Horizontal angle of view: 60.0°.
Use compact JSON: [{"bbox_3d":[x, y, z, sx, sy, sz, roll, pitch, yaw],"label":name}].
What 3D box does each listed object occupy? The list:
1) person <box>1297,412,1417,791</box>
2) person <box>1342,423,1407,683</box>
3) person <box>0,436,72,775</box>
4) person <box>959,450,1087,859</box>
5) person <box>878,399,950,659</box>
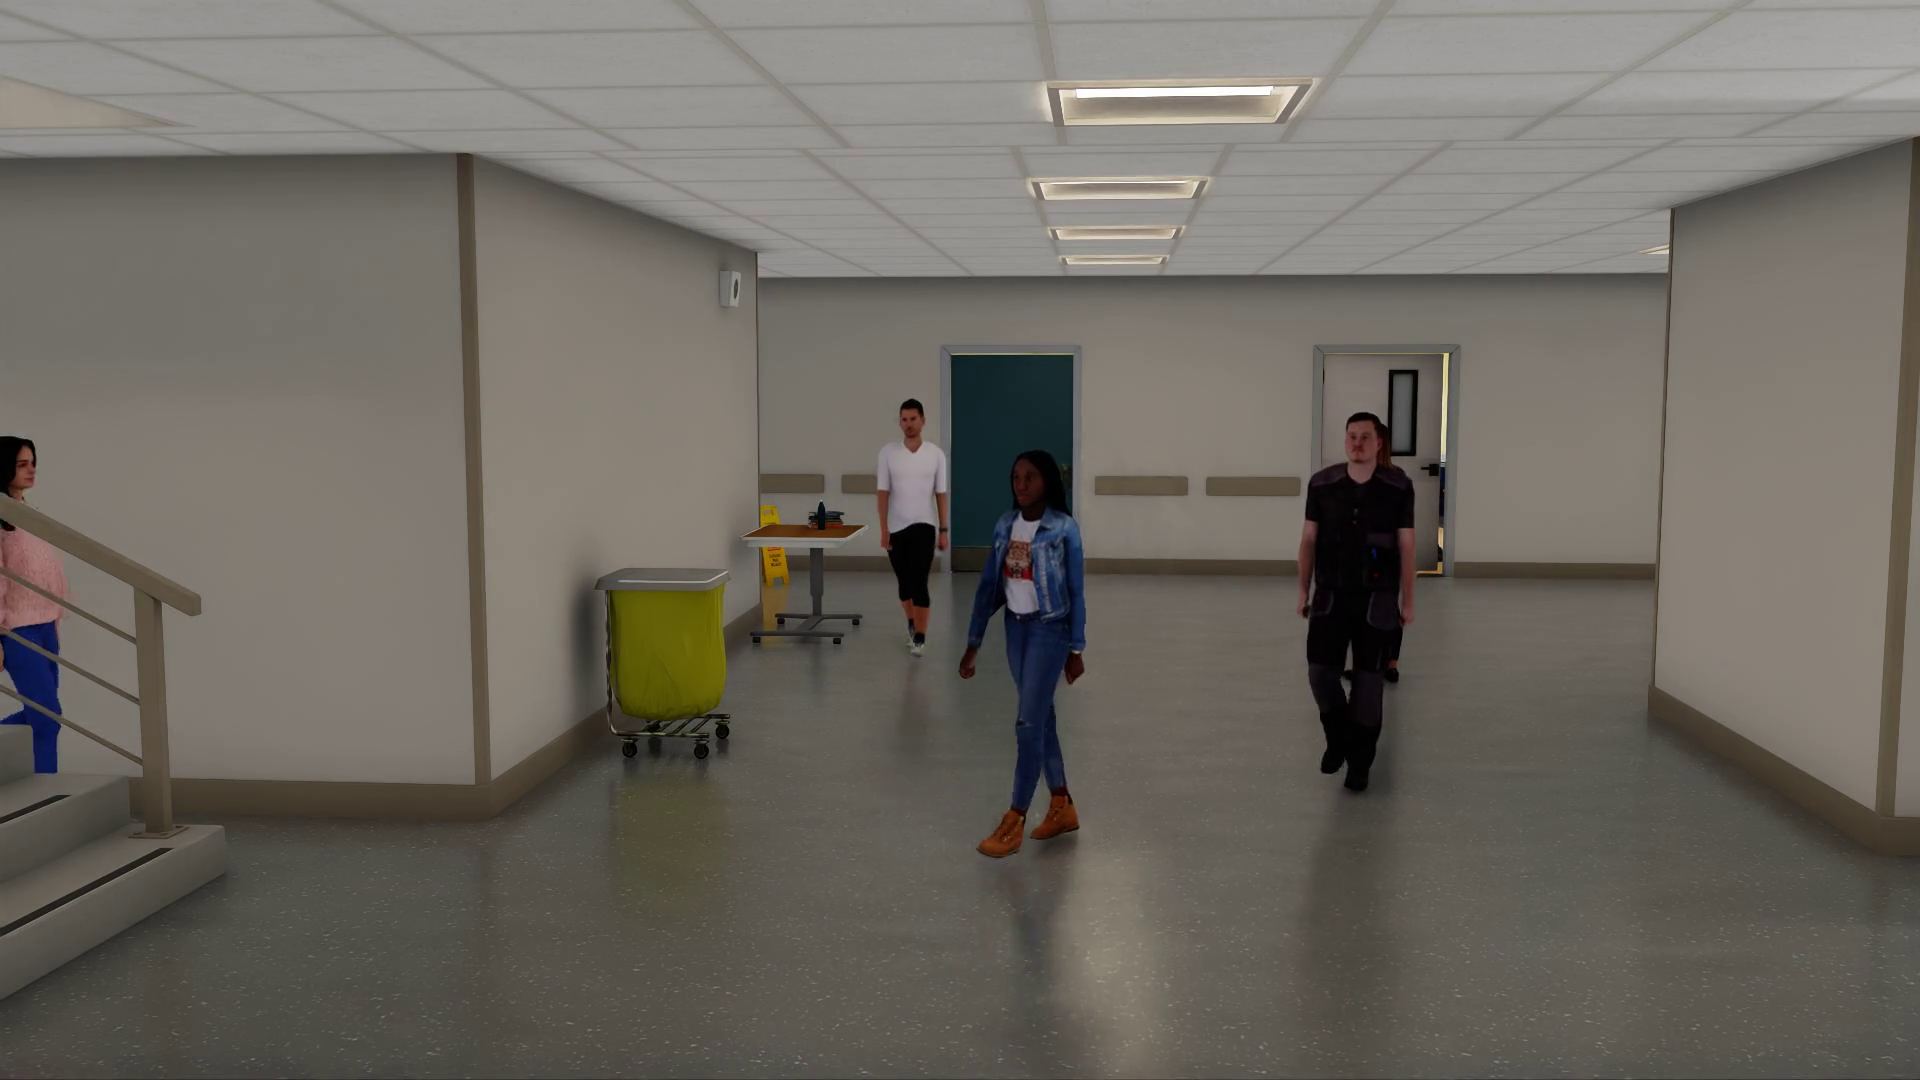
[{"bbox_3d":[1.966,0.287,8.213,0.720,1.841,0.878,2,6,22],"label":"person"},{"bbox_3d":[2.731,0.077,10.939,0.532,1.713,0.705,-1,6,-7],"label":"person"},{"bbox_3d":[-4.111,0.441,7.155,1.036,1.745,0.712,0,6,0],"label":"person"},{"bbox_3d":[0.394,0.470,7.152,0.987,1.687,1.006,6,8,45],"label":"person"},{"bbox_3d":[-0.352,-0.068,11.908,1.170,1.807,0.702,0,6,3],"label":"person"}]
